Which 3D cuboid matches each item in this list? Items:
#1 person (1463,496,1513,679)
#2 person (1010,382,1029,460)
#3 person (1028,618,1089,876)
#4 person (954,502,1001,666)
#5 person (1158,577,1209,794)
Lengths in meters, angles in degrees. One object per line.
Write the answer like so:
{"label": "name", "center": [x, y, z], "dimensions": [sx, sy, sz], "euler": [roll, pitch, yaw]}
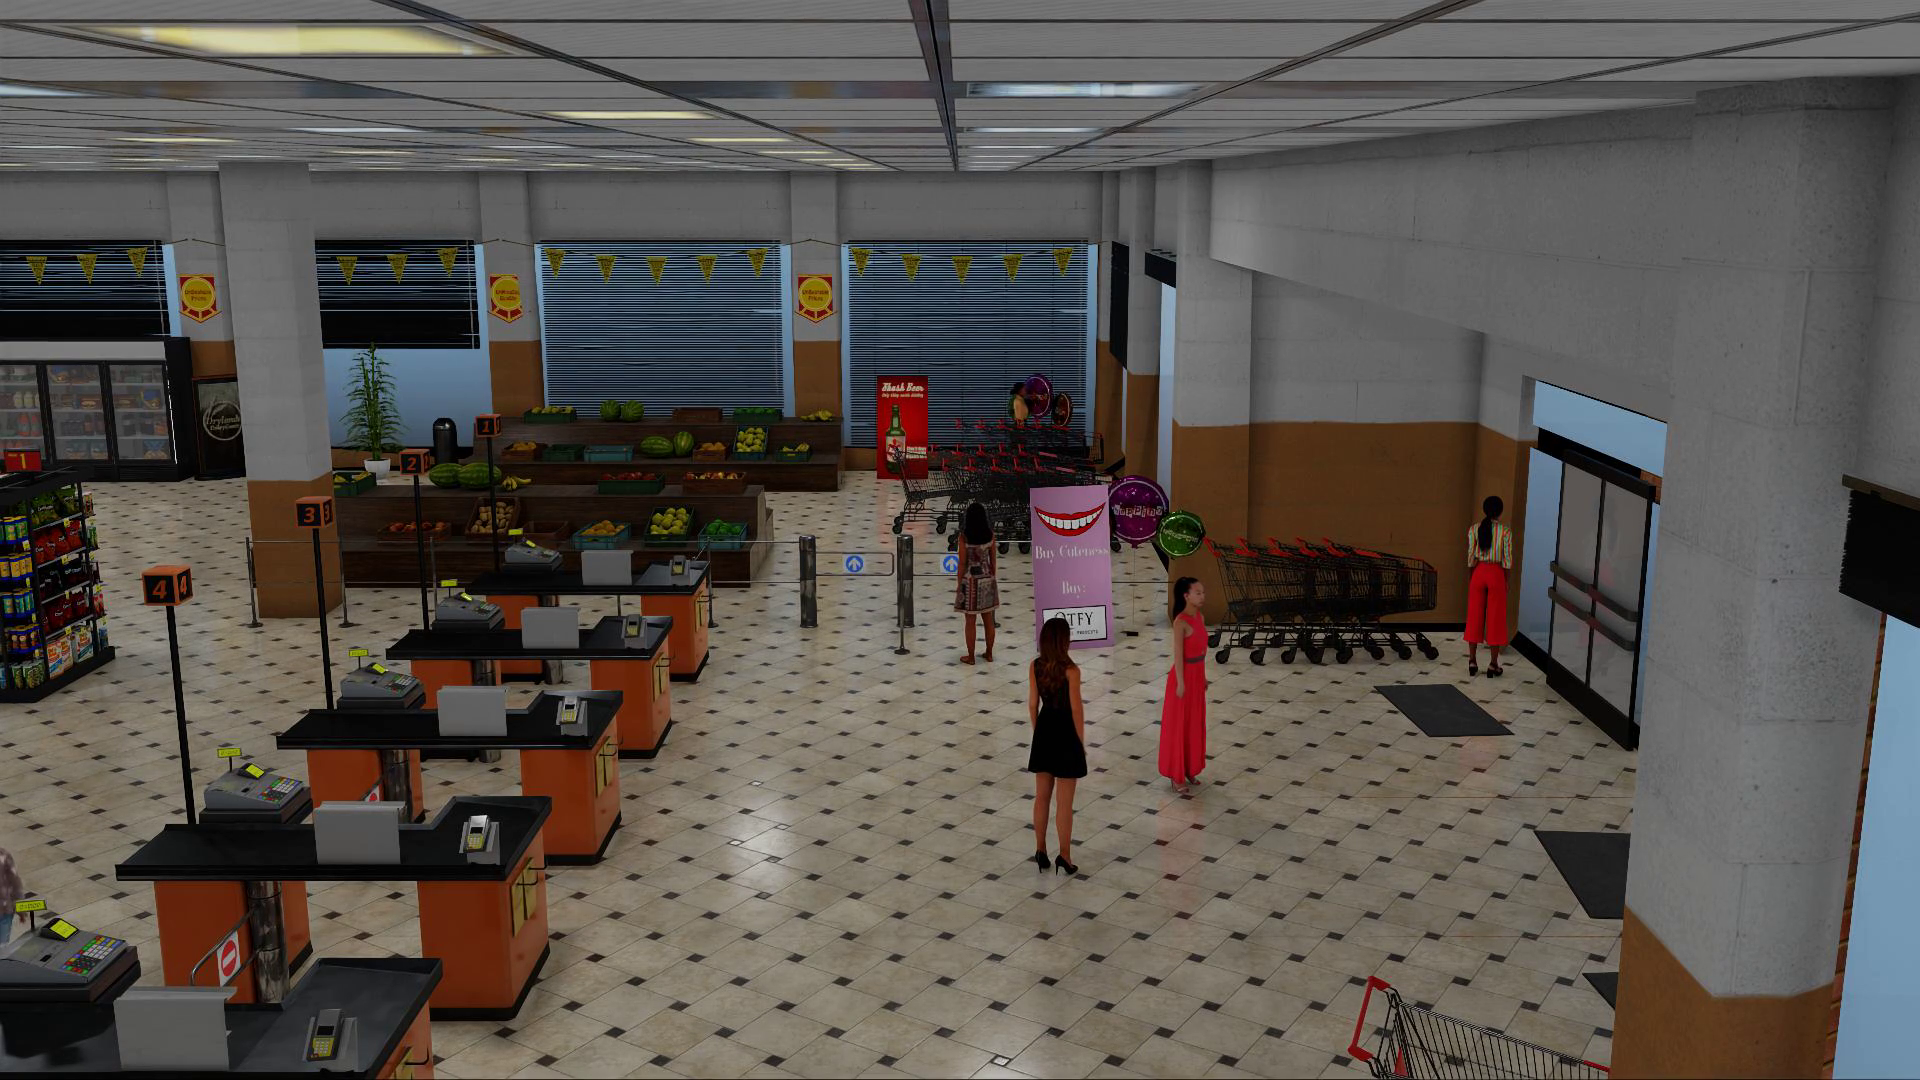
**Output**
{"label": "person", "center": [5.172, 0.448, 16.297], "dimensions": [0.640, 1.792, 0.744], "euler": [7, 14, 31]}
{"label": "person", "center": [0.961, -1.741, 27.027], "dimensions": [0.561, 1.654, 0.587], "euler": [-1, 12, -5]}
{"label": "person", "center": [0.663, 1.430, 11.531], "dimensions": [0.635, 1.834, 0.730], "euler": [8, 14, 33]}
{"label": "person", "center": [0.169, 0.429, 16.743], "dimensions": [0.637, 1.645, 0.786], "euler": [-6, 13, -25]}
{"label": "person", "center": [1.803, 1.133, 13.199], "dimensions": [0.752, 1.727, 0.715], "euler": [9, 15, 36]}
